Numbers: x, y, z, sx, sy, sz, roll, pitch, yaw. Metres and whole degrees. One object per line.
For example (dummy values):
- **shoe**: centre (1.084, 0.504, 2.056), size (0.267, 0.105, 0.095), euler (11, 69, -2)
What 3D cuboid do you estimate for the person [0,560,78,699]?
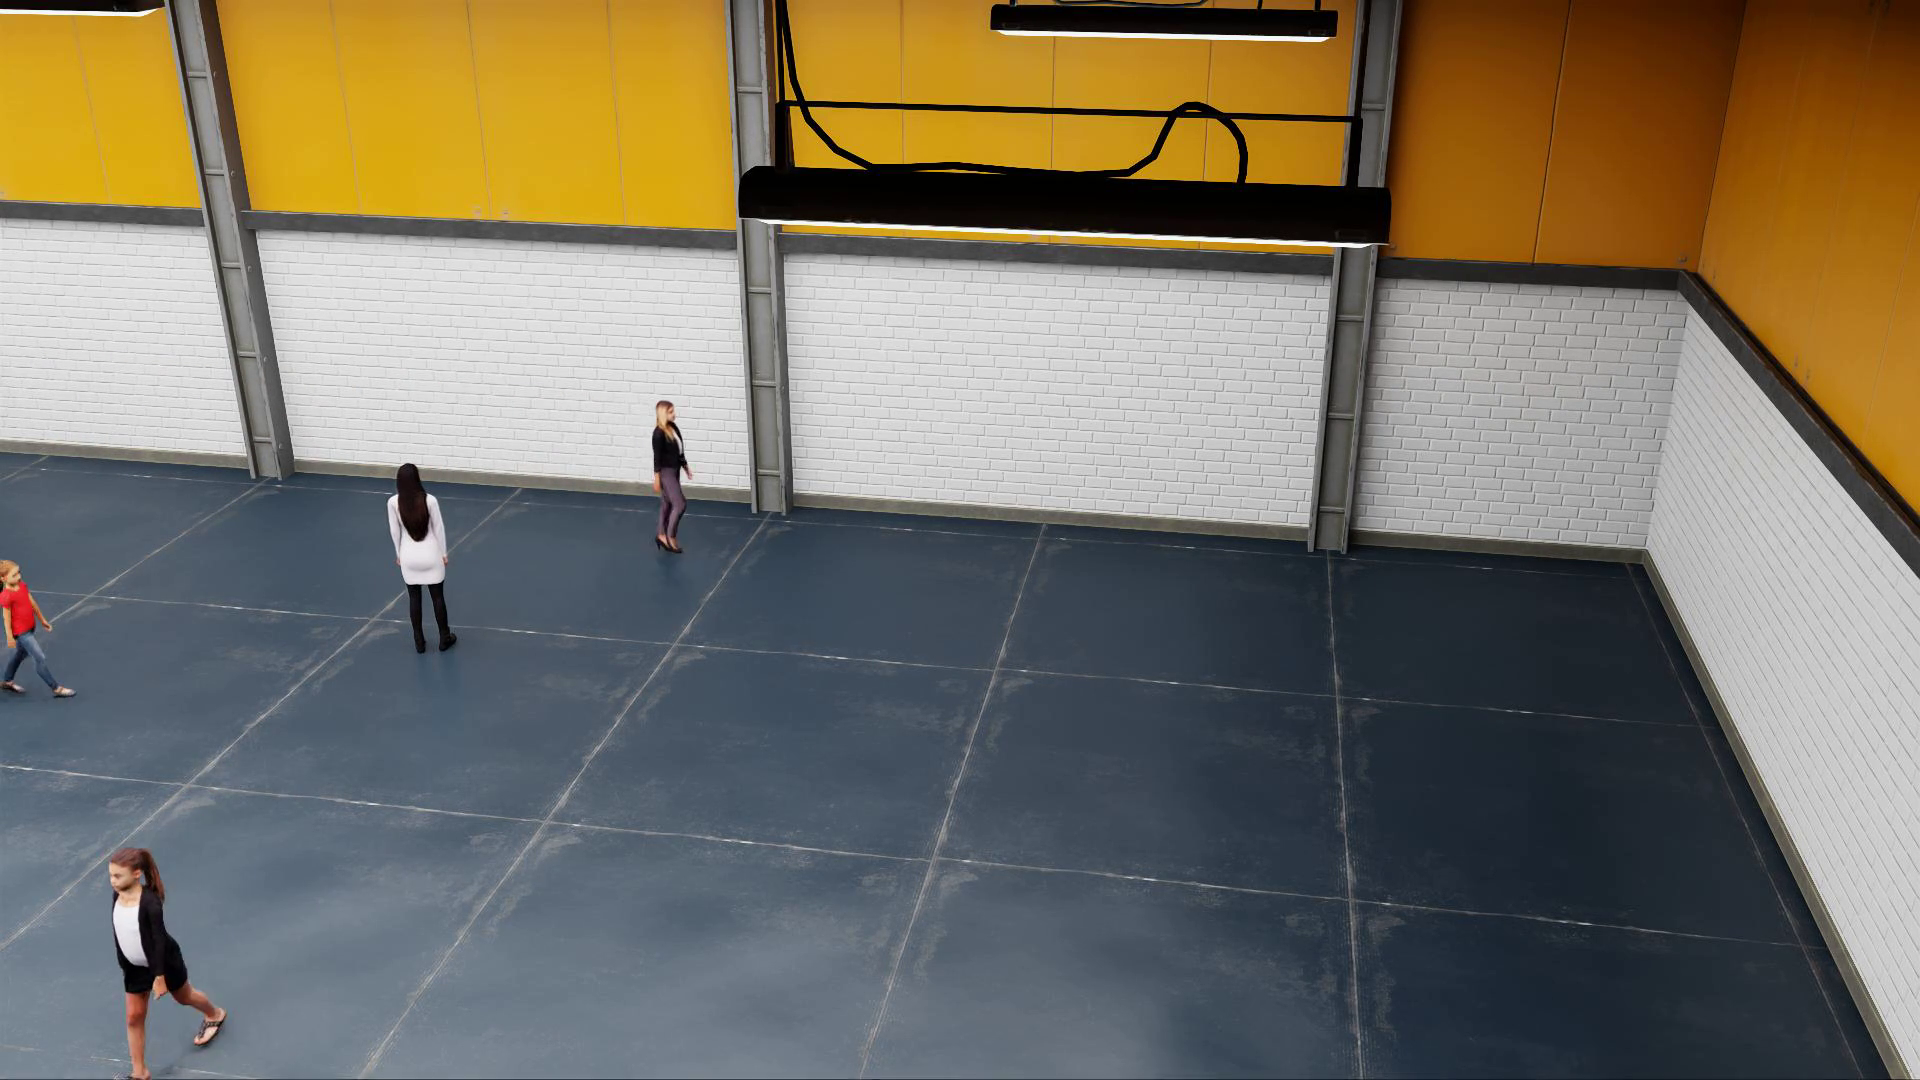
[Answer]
- **person**: centre (-8.061, 0.771, 14.198), size (0.946, 1.285, 0.607), euler (-1, 24, -2)

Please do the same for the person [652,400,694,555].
- **person**: centre (-3.060, -0.640, 16.964), size (0.612, 1.655, 0.588), euler (3, 24, 8)

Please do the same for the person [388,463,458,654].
- **person**: centre (-4.853, 0.160, 14.943), size (0.567, 1.808, 0.730), euler (-3, 24, -6)

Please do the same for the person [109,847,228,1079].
- **person**: centre (-4.770, 2.486, 9.972), size (1.018, 1.527, 0.712), euler (8, 25, 18)
